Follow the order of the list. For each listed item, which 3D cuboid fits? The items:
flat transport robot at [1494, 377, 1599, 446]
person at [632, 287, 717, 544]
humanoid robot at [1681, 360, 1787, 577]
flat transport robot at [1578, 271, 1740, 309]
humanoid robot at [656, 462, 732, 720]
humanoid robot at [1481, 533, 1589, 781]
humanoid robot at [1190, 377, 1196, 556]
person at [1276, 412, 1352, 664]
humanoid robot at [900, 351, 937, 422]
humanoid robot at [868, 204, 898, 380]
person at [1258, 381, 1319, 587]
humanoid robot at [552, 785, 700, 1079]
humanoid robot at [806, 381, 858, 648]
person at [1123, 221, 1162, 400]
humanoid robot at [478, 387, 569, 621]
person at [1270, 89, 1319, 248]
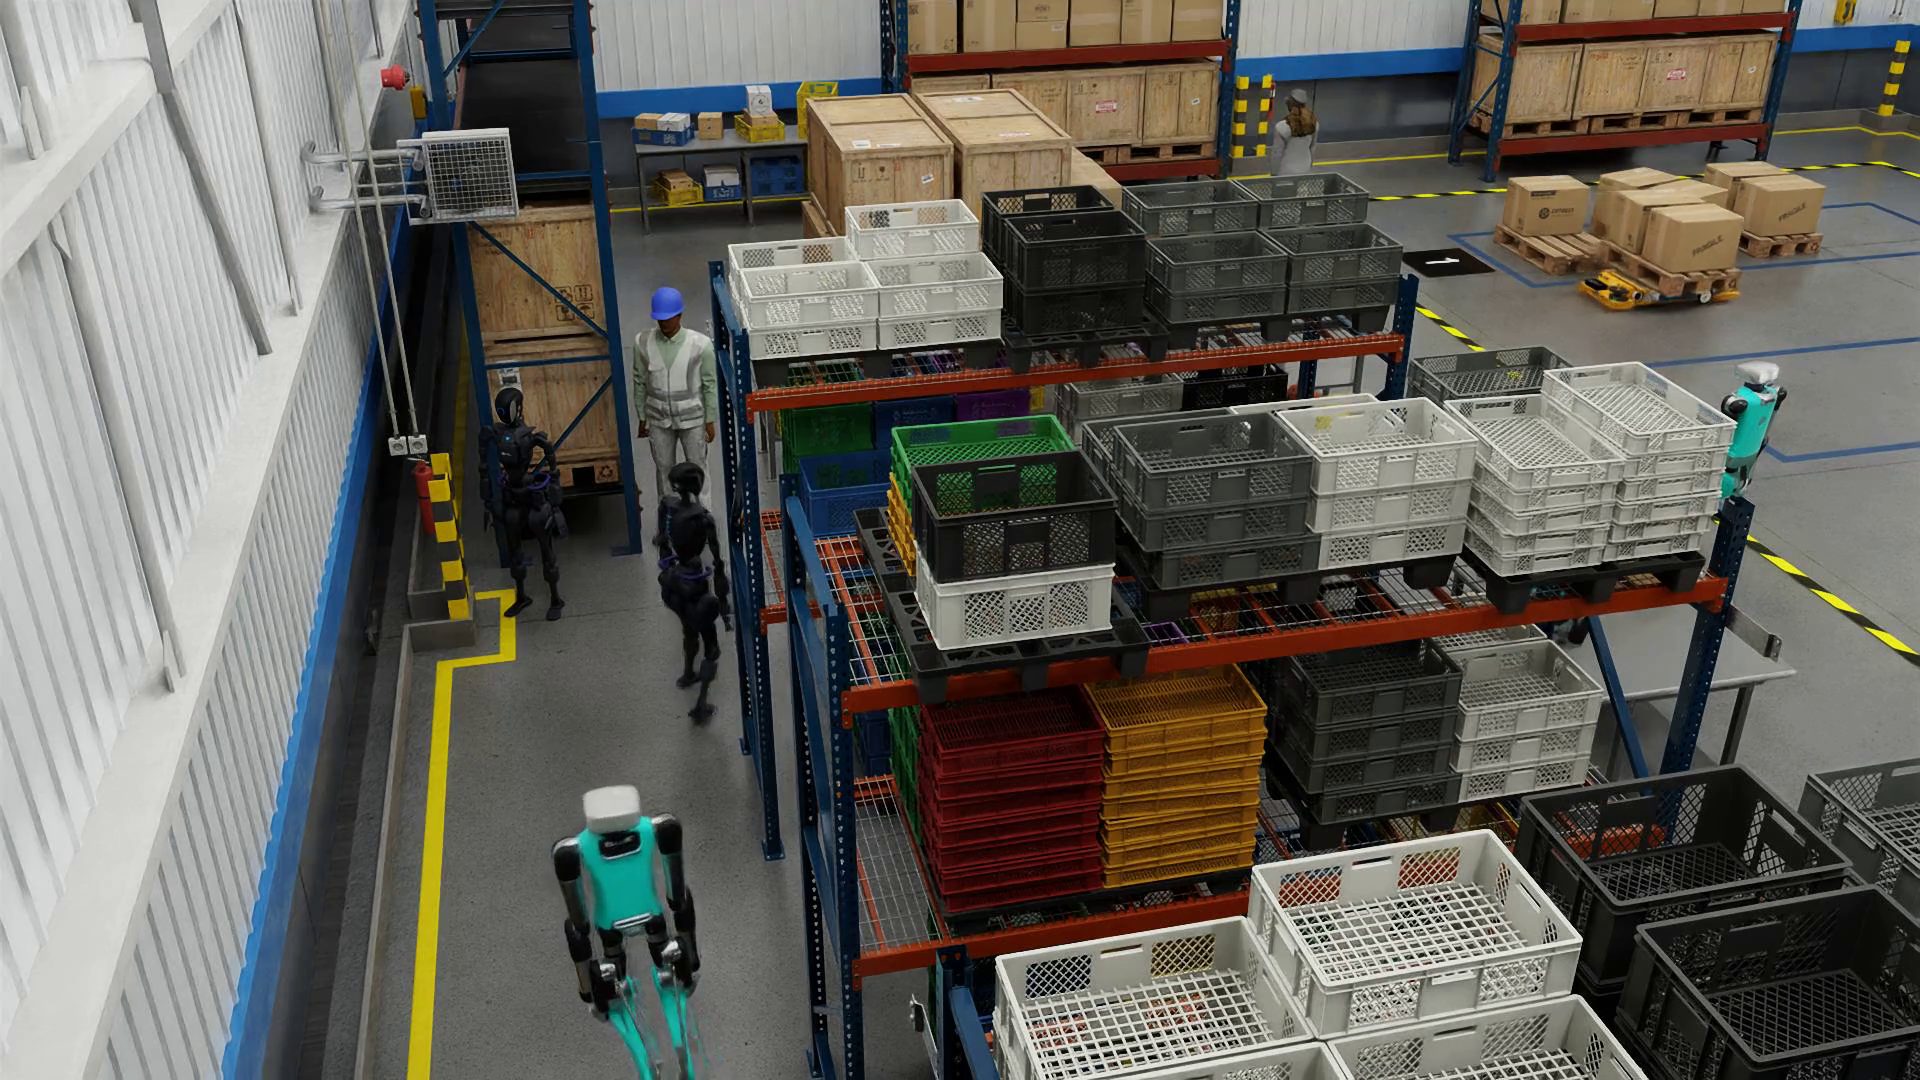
[{"bbox_3d":[4.780,-1.036,14.013,0.659,0.231,1.431,-6,28,-12],"label":"flat transport robot"},{"bbox_3d":[-2.032,-0.888,11.930,0.603,1.948,0.381,2,28,3],"label":"person"},{"bbox_3d":[5.022,-0.486,11.248,0.533,1.677,0.735,-15,31,-27],"label":"humanoid robot"},{"bbox_3d":[7.137,-2.604,16.957,1.431,0.197,0.652,-6,28,-12],"label":"flat transport robot"},{"bbox_3d":[-1.617,0.278,10.033,0.610,1.627,0.481,23,35,36],"label":"humanoid robot"},{"bbox_3d":[3.067,0.665,9.225,0.812,1.790,0.563,-16,32,-27],"label":"humanoid robot"},{"bbox_3d":[1.526,-0.328,11.156,0.614,1.646,0.429,22,35,35],"label":"humanoid robot"},{"bbox_3d":[2.166,0.046,10.340,0.645,1.789,0.521,-2,28,-3],"label":"person"},{"bbox_3d":[0.024,-0.516,11.502,0.864,1.822,0.530,-3,28,-6],"label":"humanoid robot"},{"bbox_3d":[-0.625,-2.120,14.559,0.379,1.650,0.614,-2,28,-4],"label":"humanoid robot"},{"bbox_3d":[2.059,-0.124,10.547,0.573,1.886,0.355,-18,33,-31],"label":"person"},{"bbox_3d":[-1.272,1.916,6.843,0.555,1.788,0.797,-11,30,-20],"label":"humanoid robot"},{"bbox_3d":[-0.874,-0.115,10.736,0.538,1.771,1.024,20,34,33],"label":"humanoid robot"},{"bbox_3d":[1.442,-1.570,13.125,0.368,2.044,0.606,-6,28,-11],"label":"person"},{"bbox_3d":[-2.866,-0.233,10.962,0.599,1.657,0.315,6,28,11],"label":"humanoid robot"},{"bbox_3d":[3.597,-3.985,17.997,0.564,1.769,0.395,-14,31,-24],"label":"person"}]
